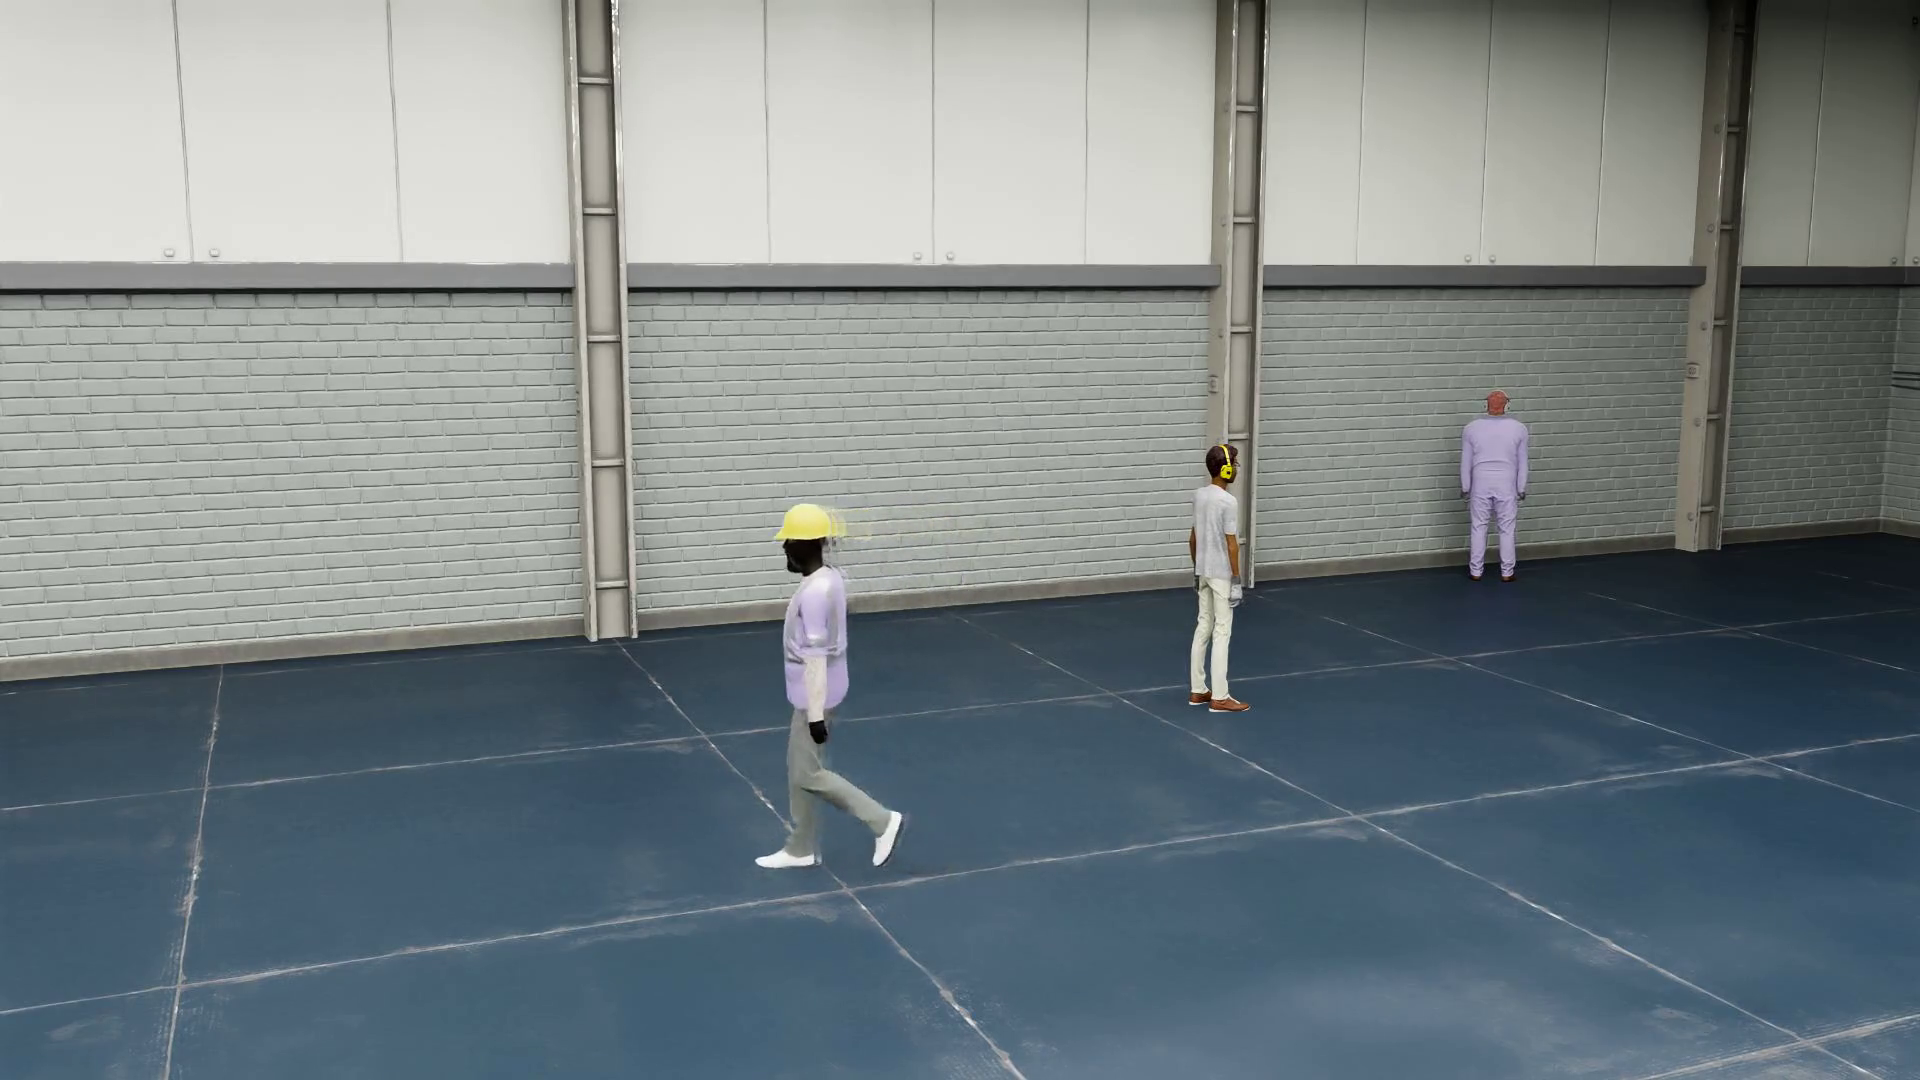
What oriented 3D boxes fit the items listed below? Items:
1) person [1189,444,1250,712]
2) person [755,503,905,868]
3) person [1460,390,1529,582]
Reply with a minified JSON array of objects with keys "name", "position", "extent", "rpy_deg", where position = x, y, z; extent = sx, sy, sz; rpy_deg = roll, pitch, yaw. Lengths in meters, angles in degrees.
[{"name":"person","position":[1.806,0.262,11.606],"extent":[0.323,1.871,0.530],"rpy_deg":[-5,10,-28]},{"name":"person","position":[-0.668,0.758,8.382],"extent":[0.704,1.908,0.591],"rpy_deg":[0,9,2]},{"name":"person","position":[5.288,-0.532,16.477],"extent":[0.639,1.911,0.402],"rpy_deg":[3,10,20]}]
